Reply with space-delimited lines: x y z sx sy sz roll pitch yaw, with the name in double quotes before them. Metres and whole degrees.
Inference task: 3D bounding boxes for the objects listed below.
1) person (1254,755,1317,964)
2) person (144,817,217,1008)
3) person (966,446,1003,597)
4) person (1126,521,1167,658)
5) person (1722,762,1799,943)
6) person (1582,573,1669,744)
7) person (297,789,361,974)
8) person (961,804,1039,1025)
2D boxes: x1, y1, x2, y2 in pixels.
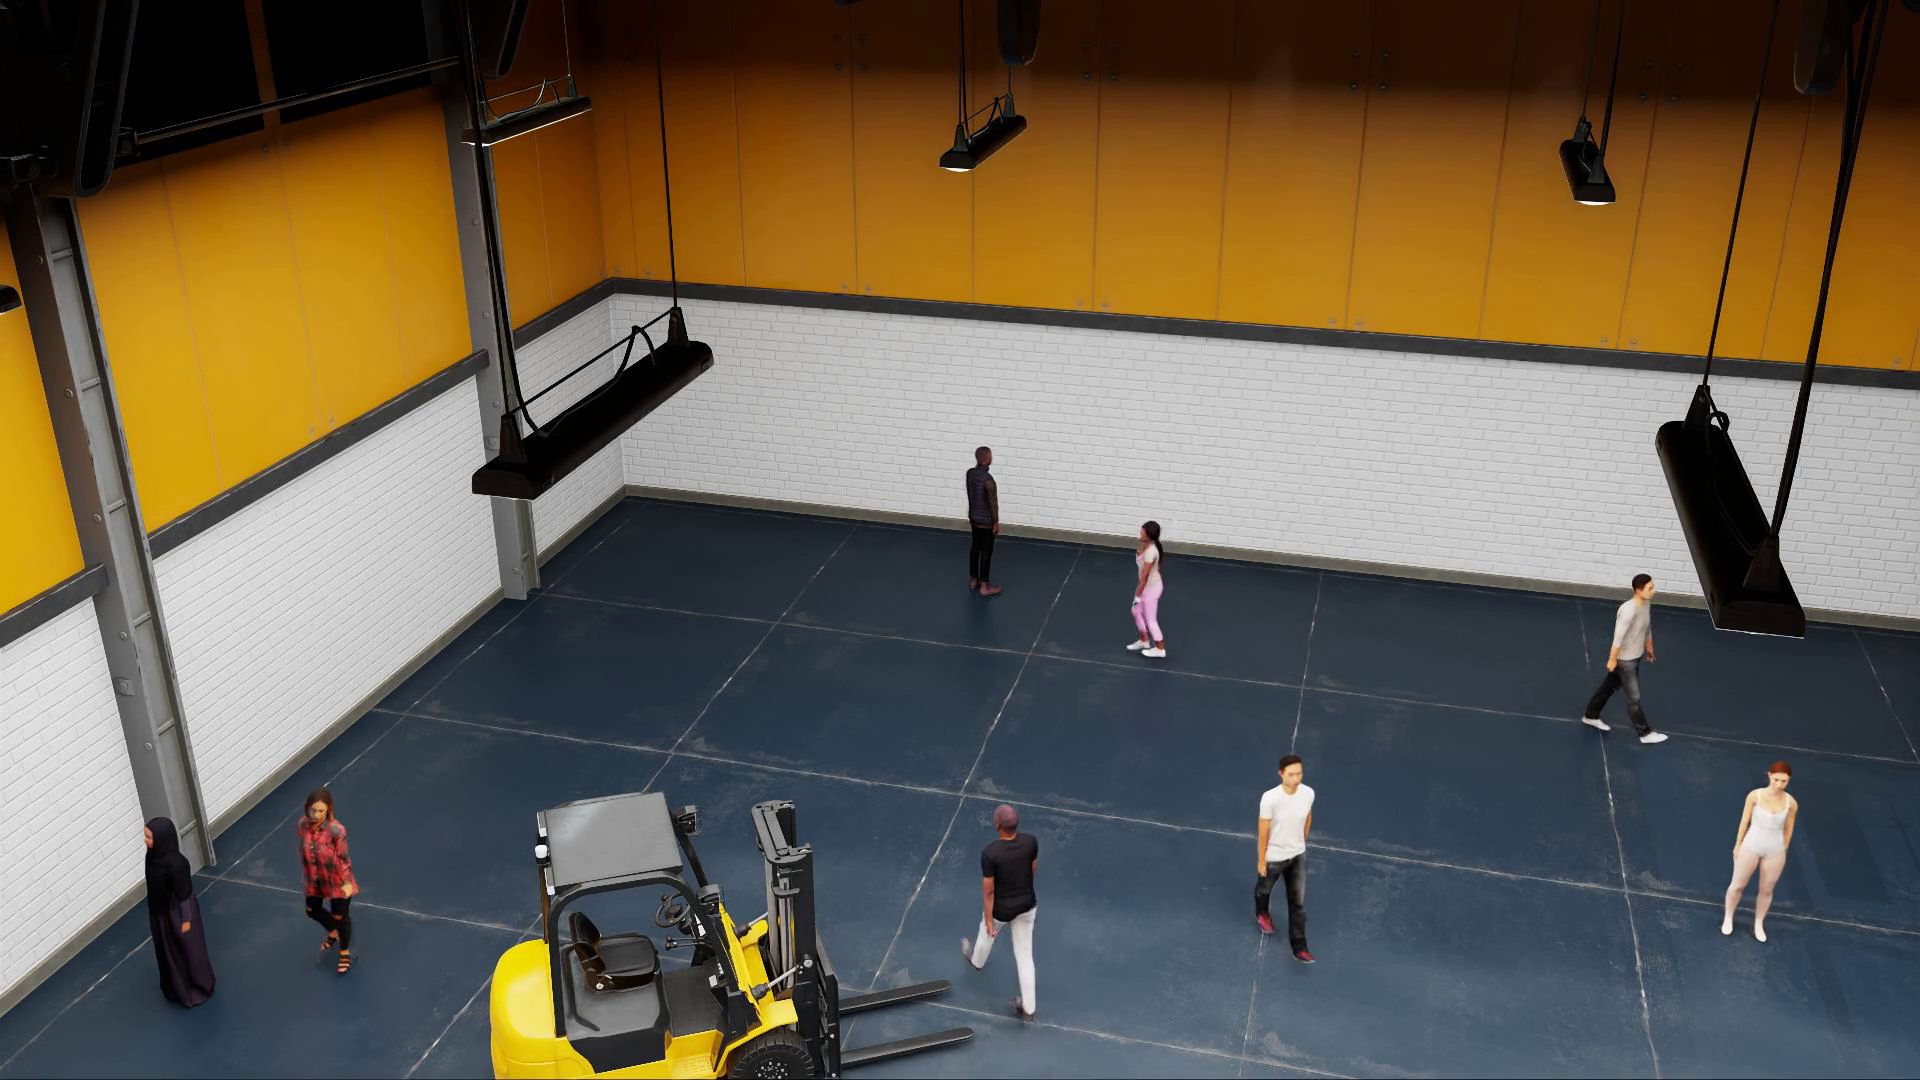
"person" 2.581 2.498 13.525 1.015 1.760 1.219 -6 24 -14
"person" -6.090 2.854 12.893 0.692 1.615 0.709 17 29 34
"person" 0.266 -0.245 19.702 0.814 1.839 0.768 -15 28 -30
"person" 2.115 0.538 18.085 0.758 1.700 0.650 8 25 18
"person" 6.568 2.527 13.607 0.552 1.642 0.476 7 25 17
"person" 6.568 1.135 16.620 1.055 1.780 1.150 20 30 38
"person" -5.017 2.681 13.197 0.678 1.688 0.621 10 26 22
"person" 0.429 2.875 12.674 1.123 1.752 1.278 -9 25 -20
